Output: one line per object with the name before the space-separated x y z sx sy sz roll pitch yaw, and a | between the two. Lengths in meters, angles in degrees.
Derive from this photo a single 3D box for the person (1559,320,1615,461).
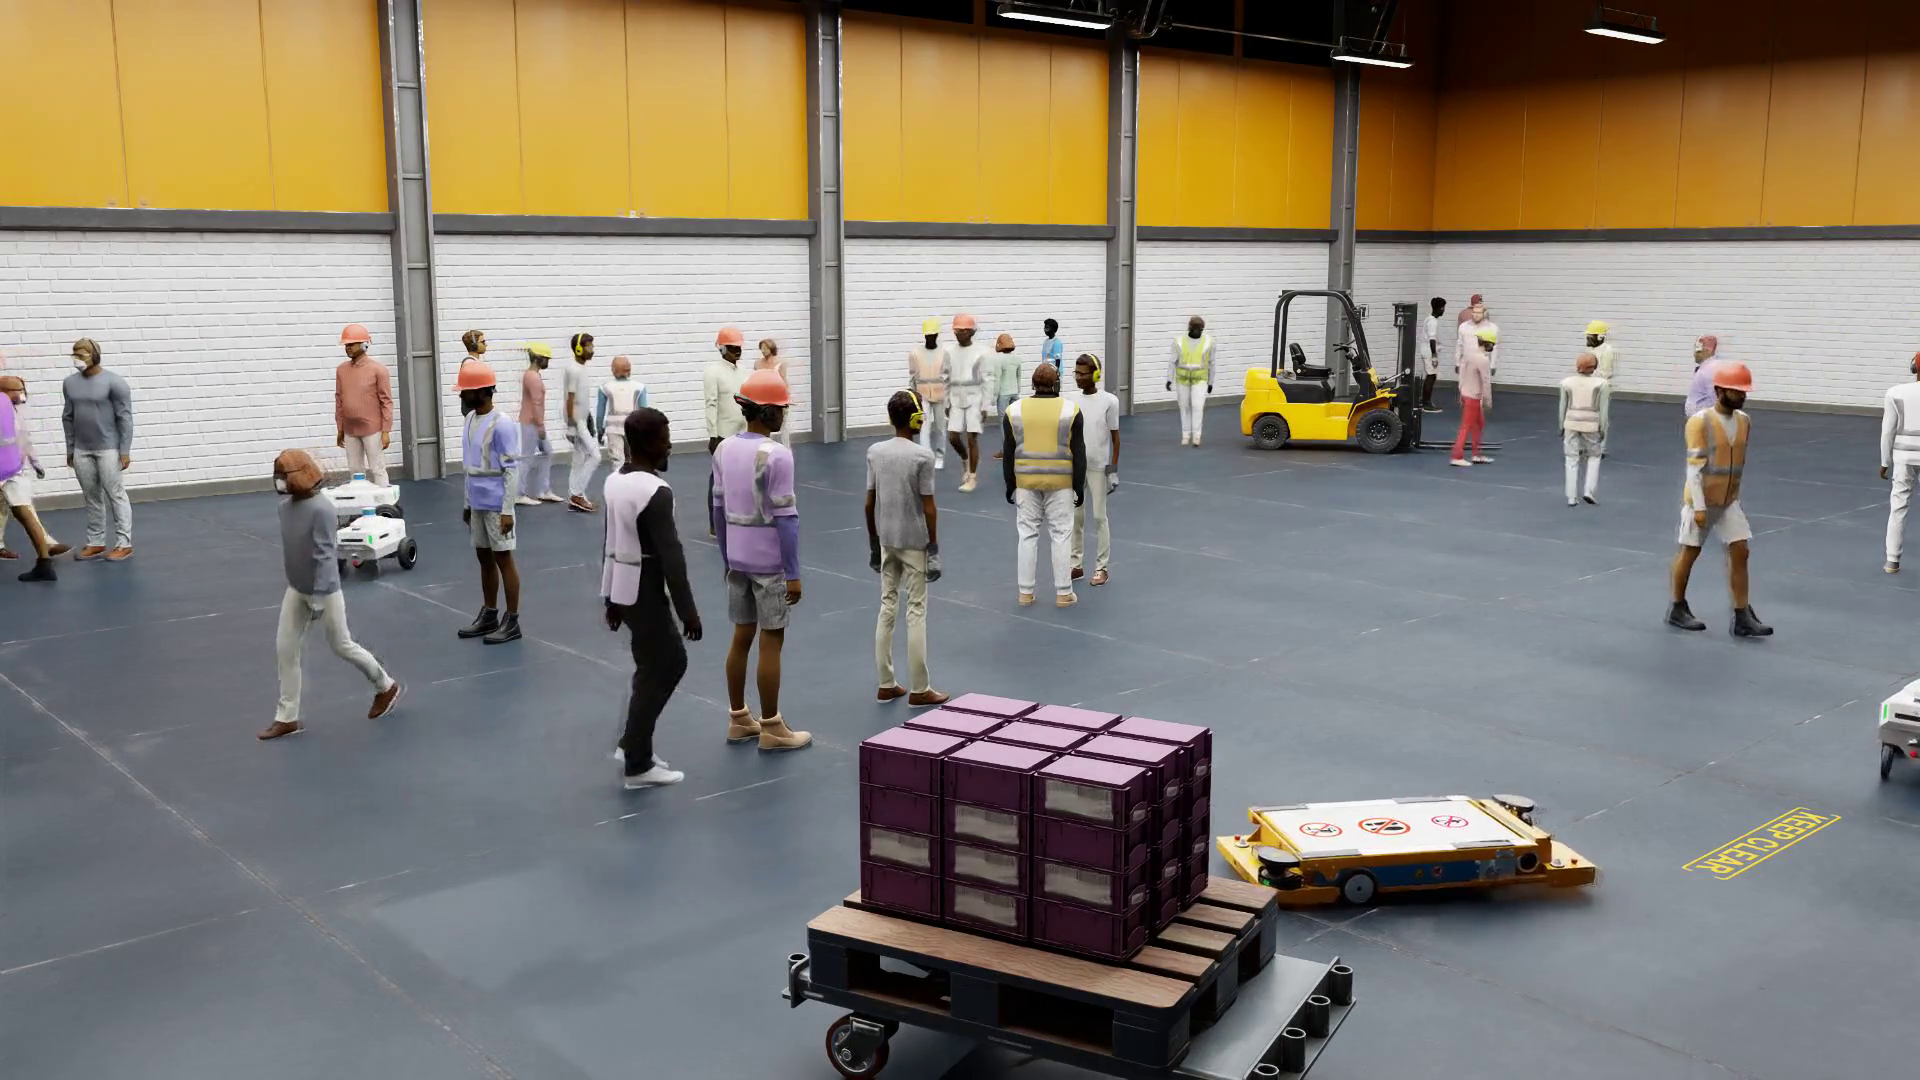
person | 8.051 -1.906 21.351 0.655 1.810 0.599 -2 10 -11

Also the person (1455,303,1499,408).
person | 8.205 -2.813 26.433 0.667 1.890 0.474 5 11 29

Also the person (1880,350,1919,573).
person | 7.943 -0.647 13.776 0.573 1.887 0.354 7 12 36

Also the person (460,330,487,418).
person | -5.216 -1.347 17.996 0.345 1.847 0.508 -4 10 -21

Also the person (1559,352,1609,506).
person | 6.572 -1.162 17.553 0.515 1.624 0.431 6 11 32

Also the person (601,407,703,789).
person | -1.520 0.297 8.203 0.458 1.902 0.595 -5 11 -27

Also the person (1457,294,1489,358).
person | 9.939 -3.790 32.124 0.651 1.906 0.403 9 13 43

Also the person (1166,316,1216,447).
person | 3.185 -2.173 22.973 0.658 1.796 0.872 2 10 12

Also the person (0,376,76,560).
person | -8.072 -0.617 14.387 0.830 1.593 0.511 -1 10 -8

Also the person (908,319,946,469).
person | -0.330 -1.758 20.318 0.603 1.881 0.982 1 10 6

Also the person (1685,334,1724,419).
person | 7.473 -1.117 16.594 0.464 1.865 0.674 5 11 27

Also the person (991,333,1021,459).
person | 0.602 -1.873 21.695 0.275 1.631 0.507 9 14 44

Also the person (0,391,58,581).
person | -7.820 -0.574 13.362 0.996 1.879 0.568 -1 10 -3

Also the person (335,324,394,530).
person | -5.703 -1.059 15.870 0.625 1.992 0.386 4 10 20

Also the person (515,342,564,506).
person | -4.442 -1.224 17.571 0.646 1.723 0.567 -3 10 -18

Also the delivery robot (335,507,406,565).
delivery robot | -4.878 -0.026 13.762 0.477 0.478 0.707 1 10 5

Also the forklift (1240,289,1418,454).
forklift | 5.034 -2.339 22.783 2.313 2.155 1.214 3 10 16

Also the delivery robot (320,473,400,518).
delivery robot | -5.750 -0.399 15.945 0.707 0.478 0.477 -3 10 -14

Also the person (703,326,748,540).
person | -2.140 -1.000 15.528 0.396 1.992 0.623 5 11 28

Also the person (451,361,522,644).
person | -3.229 -0.254 11.345 0.544 1.933 0.376 9 13 43

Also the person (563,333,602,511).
person | -3.863 -1.195 17.087 0.467 1.850 0.565 0 10 -3

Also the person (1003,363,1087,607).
person | 0.642 -0.414 12.545 0.632 1.842 0.429 2 10 13

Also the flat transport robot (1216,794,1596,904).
flat transport robot | 1.878 1.303 7.087 1.431 0.197 0.652 -2 10 -9

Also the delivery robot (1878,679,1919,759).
delivery robot | 4.981 0.874 8.491 0.707 0.478 0.477 -10 14 -44

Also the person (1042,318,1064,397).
person | 1.415 -2.550 25.503 0.320 1.694 0.537 -3 10 -17

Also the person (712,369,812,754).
person | -1.046 0.110 8.890 0.614 2.041 0.393 10 14 44

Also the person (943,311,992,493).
person | 0.082 -1.549 18.639 0.613 2.029 0.546 5 11 25

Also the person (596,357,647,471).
person | -3.532 -1.115 17.397 0.525 1.580 0.879 -3 10 -17

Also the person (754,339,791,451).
person | -2.400 -1.725 20.924 0.538 1.585 0.851 5 11 28

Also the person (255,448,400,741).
person | -3.539 0.271 9.250 0.502 1.598 0.790 6 11 32

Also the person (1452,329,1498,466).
person | 6.522 -1.775 20.820 0.705 1.732 0.533 0 10 -2

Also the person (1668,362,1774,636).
person | 5.284 -0.266 11.481 0.562 1.901 0.861 -3 10 -18

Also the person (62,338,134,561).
person | -7.465 -0.781 14.410 0.635 1.937 0.352 2 10 12

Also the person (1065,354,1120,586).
person | 1.033 -0.563 13.349 0.526 1.865 0.315 6 11 32

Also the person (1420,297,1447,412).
person | 8.013 -3.143 28.214 0.408 1.951 0.620 2 10 12

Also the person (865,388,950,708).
person | -0.325 0.046 9.765 0.519 1.873 0.335 7 12 36
